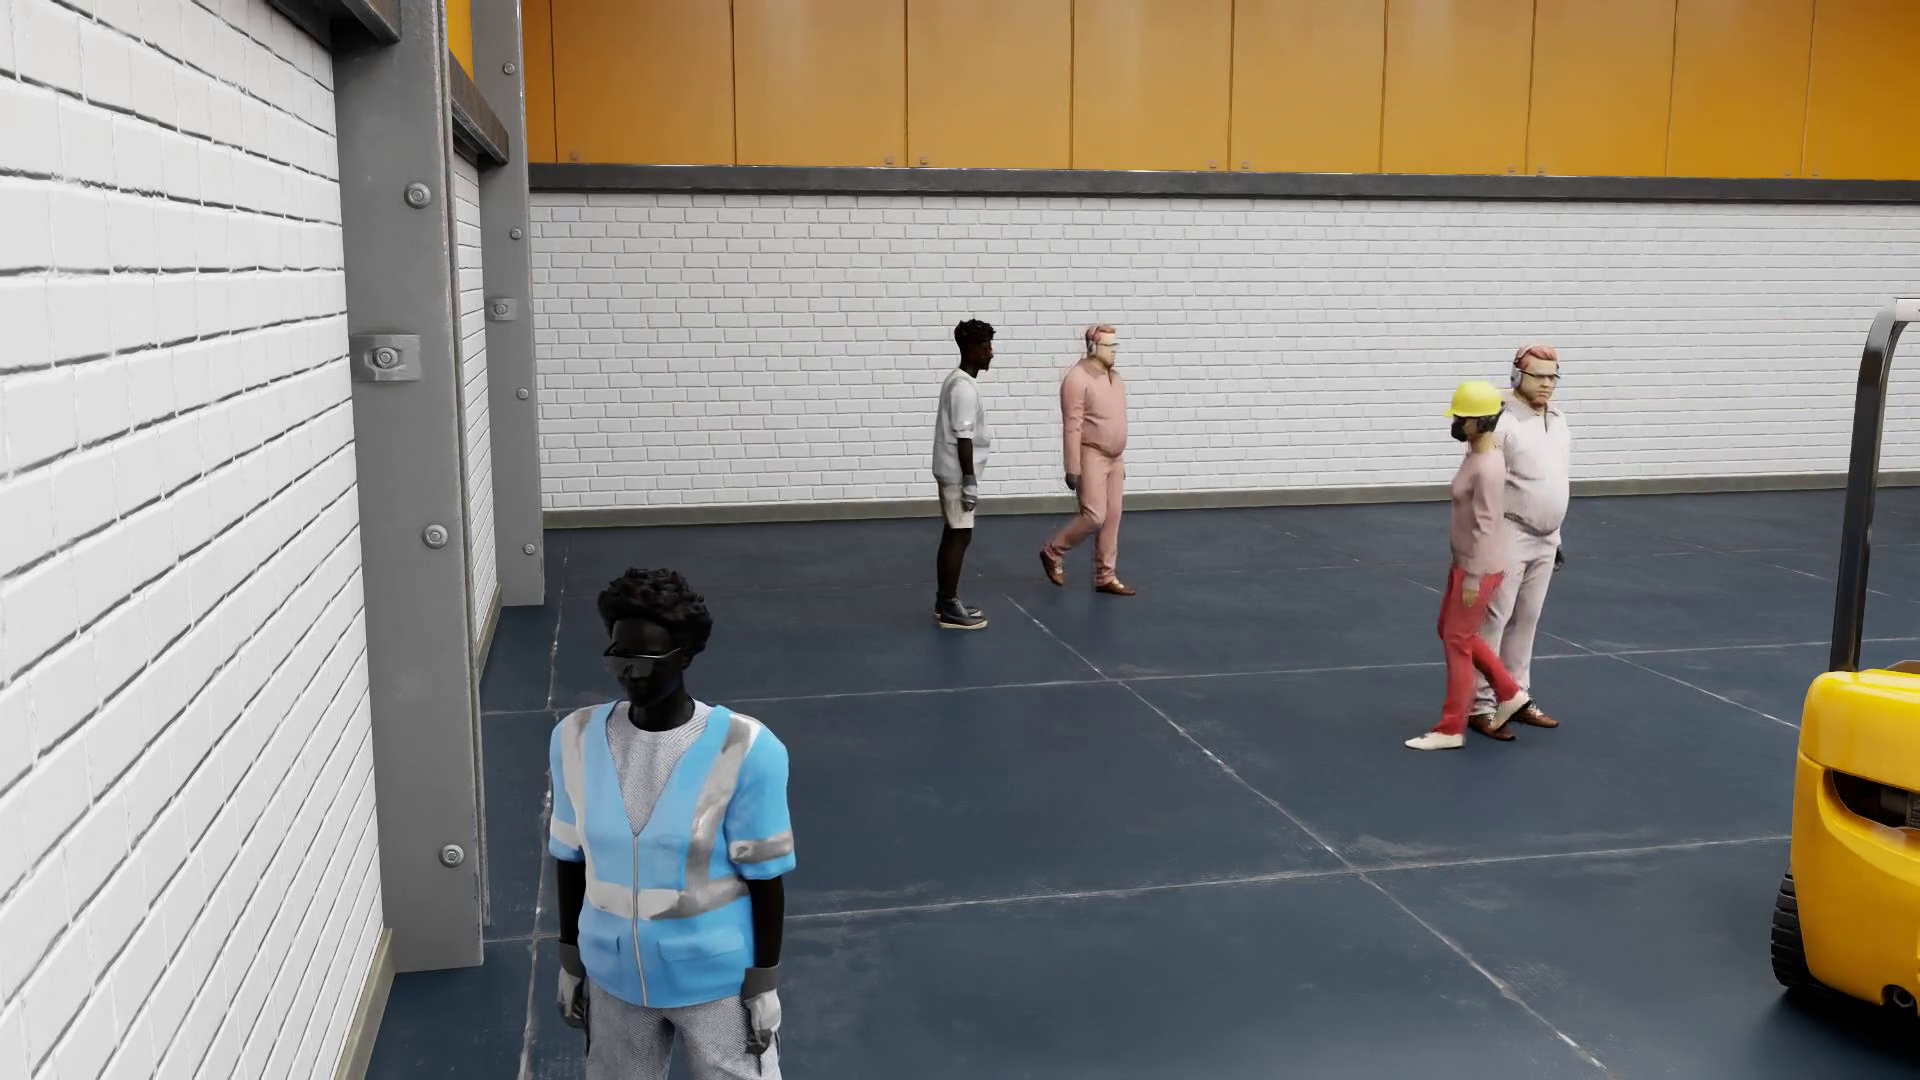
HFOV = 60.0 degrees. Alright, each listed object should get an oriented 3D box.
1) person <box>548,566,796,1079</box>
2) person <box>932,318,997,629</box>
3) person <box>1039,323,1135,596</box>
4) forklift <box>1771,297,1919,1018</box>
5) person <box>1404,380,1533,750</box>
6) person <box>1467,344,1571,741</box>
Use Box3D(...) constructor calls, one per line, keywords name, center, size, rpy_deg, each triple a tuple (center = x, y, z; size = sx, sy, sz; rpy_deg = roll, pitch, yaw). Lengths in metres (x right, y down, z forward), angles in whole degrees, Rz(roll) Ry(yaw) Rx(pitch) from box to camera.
Box3D(name="person", center=(-0.588, 0.880, 3.387), size=(0.536, 1.690, 0.321), rpy_deg=(3, 10, 15))
Box3D(name="person", center=(0.023, -0.420, 10.522), size=(0.402, 1.954, 0.609), rpy_deg=(-1, 9, -3))
Box3D(name="person", center=(0.914, -0.552, 11.514), size=(0.579, 1.890, 0.646), rpy_deg=(7, 12, 36))
Box3D(name="forklift", center=(3.542, 0.334, 5.177), size=(2.313, 2.155, 1.214), rpy_deg=(-9, 13, -43))
Box3D(name="person", center=(2.407, 0.123, 7.790), size=(0.542, 1.753, 0.563), rpy_deg=(2, 10, 12))
Box3D(name="person", center=(2.736, 0.005, 8.074), size=(0.642, 1.903, 0.399), rpy_deg=(-7, 11, -36))
